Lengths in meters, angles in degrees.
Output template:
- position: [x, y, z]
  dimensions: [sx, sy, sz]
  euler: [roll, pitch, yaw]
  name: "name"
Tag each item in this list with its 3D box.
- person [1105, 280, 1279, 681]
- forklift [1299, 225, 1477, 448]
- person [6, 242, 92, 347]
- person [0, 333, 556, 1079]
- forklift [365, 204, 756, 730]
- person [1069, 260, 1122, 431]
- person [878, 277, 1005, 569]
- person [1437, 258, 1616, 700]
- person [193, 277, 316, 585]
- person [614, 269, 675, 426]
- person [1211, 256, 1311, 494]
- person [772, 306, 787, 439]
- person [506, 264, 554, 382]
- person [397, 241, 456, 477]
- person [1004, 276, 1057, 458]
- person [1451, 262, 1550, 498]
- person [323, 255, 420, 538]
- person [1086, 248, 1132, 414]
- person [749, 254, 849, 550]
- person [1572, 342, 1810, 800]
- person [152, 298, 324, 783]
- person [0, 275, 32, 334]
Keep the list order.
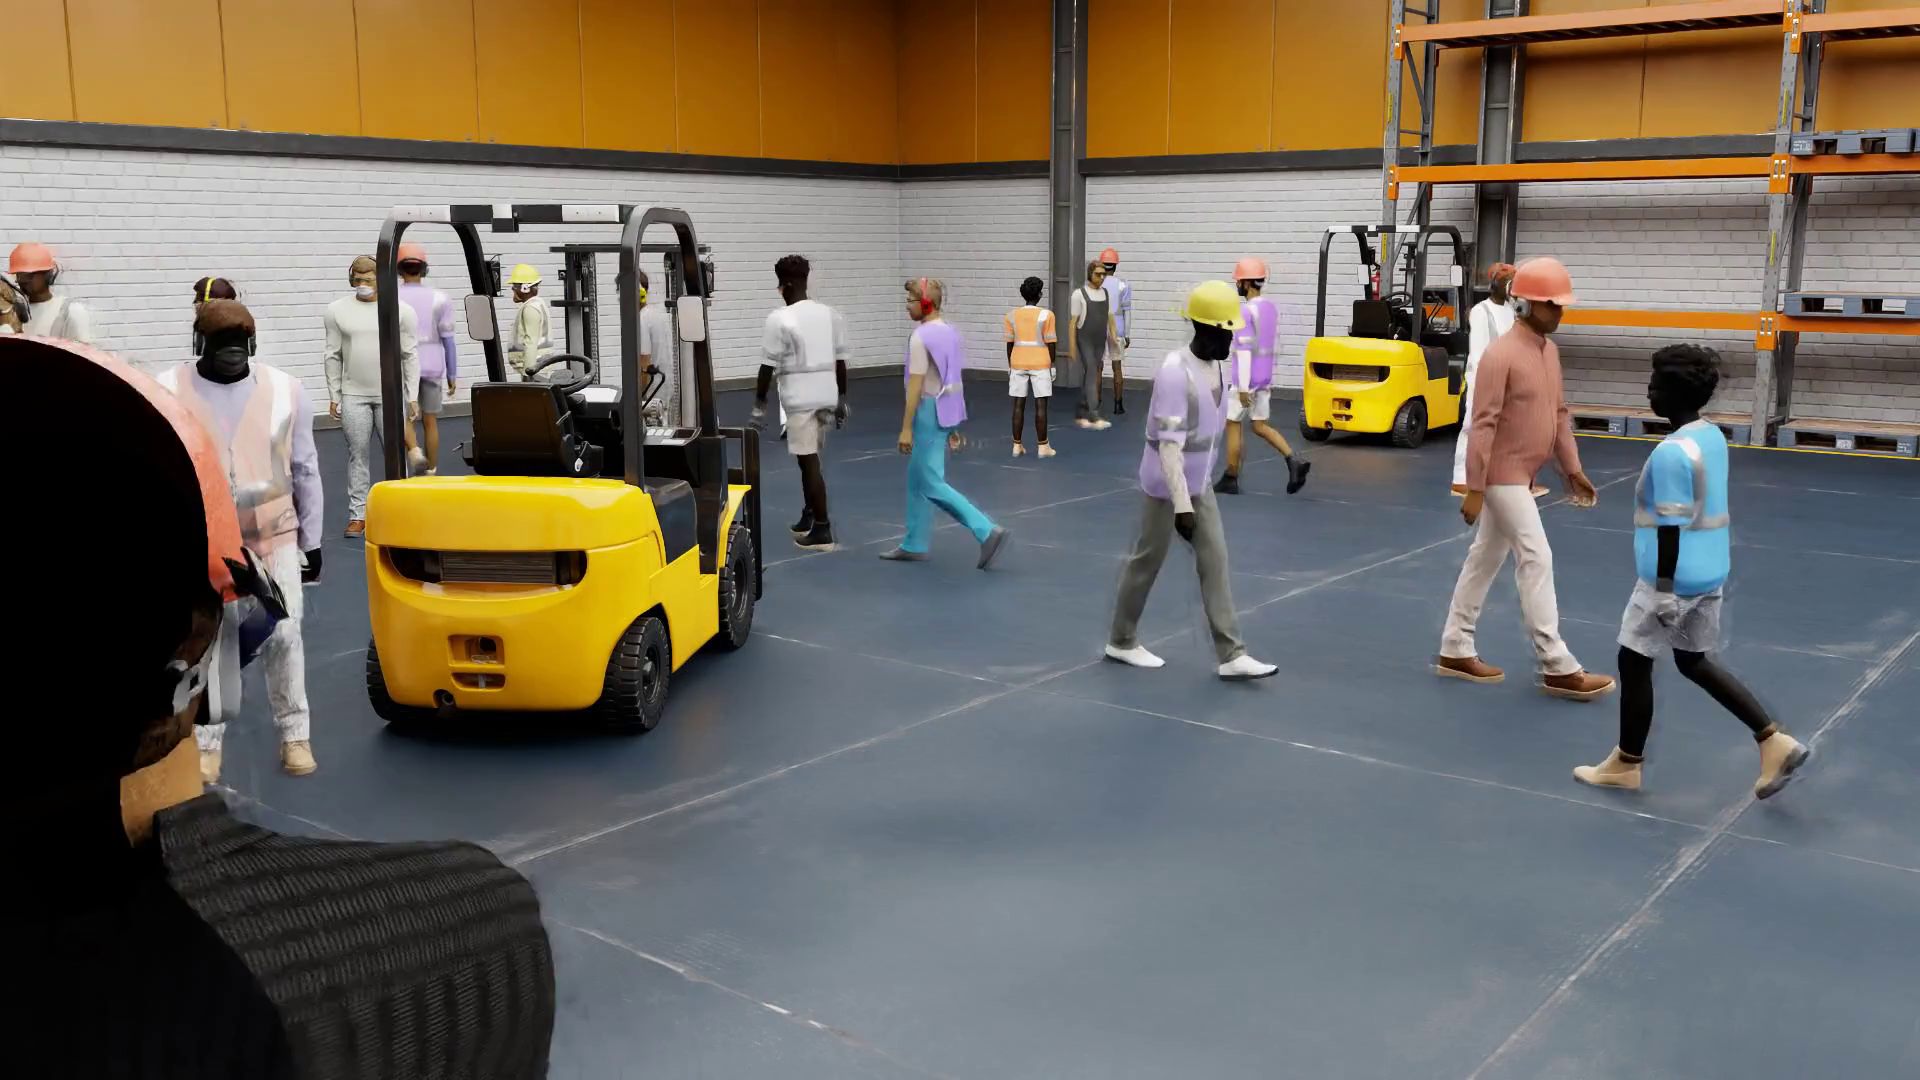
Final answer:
- position: [1.055, -0.255, 7.646]
  dimensions: [0.997, 1.845, 0.597]
  euler: [8, 13, 38]
  name: "person"
- position: [4.449, -2.115, 16.993]
  dimensions: [1.214, 2.155, 2.313]
  euler: [8, 13, 38]
  name: "forklift"
- position: [-5.901, -0.930, 10.899]
  dimensions: [0.614, 2.026, 0.687]
  euler: [2, 10, 12]
  name: "person"
- position: [-0.550, 0.850, 1.183]
  dimensions: [0.619, 1.979, 0.439]
  euler: [-10, 14, -42]
  name: "person"
- position: [-1.766, -0.406, 7.525]
  dimensions: [1.214, 2.155, 2.313]
  euler: [1, 10, 7]
  name: "forklift"
- position: [1.489, -2.071, 17.801]
  dimensions: [0.504, 1.809, 0.852]
  euler: [-7, 12, -34]
  name: "person"
- position: [-0.117, -0.721, 10.333]
  dimensions: [0.817, 1.819, 0.565]
  euler: [3, 11, 16]
  name: "person"
- position: [2.594, -0.270, 7.432]
  dimensions: [0.936, 1.942, 0.604]
  euler: [7, 12, 35]
  name: "person"
- position: [-4.227, -0.604, 9.694]
  dimensions: [0.857, 1.808, 0.537]
  euler: [0, 10, -1]
  name: "person"
- position: [-2.160, -0.979, 11.699]
  dimensions: [0.414, 1.841, 0.729]
  euler: [1, 10, 5]
  name: "person"
- position: [2.364, -1.282, 13.161]
  dimensions: [0.807, 1.919, 0.552]
  euler: [9, 14, 41]
  name: "person"
- position: [-1.650, -1.799, 16.829]
  dimensions: [0.532, 1.628, 0.371]
  euler: [-1, 10, -8]
  name: "person"
- position: [-3.816, -1.531, 14.799]
  dimensions: [0.403, 1.827, 0.596]
  euler: [-2, 10, -9]
  name: "person"
- position: [-4.301, -1.351, 13.206]
  dimensions: [0.619, 2.028, 0.621]
  euler: [-5, 11, -25]
  name: "person"
- position: [0.672, -1.617, 15.612]
  dimensions: [0.532, 1.697, 0.319]
  euler: [5, 11, 26]
  name: "person"
- position: [4.233, -1.211, 12.930]
  dimensions: [0.619, 1.849, 0.876]
  euler: [-9, 14, -41]
  name: "person"
- position: [-4.027, -0.980, 11.432]
  dimensions: [0.627, 1.934, 0.372]
  euler: [-2, 10, -12]
  name: "person"
- position: [1.730, -2.436, 19.481]
  dimensions: [0.546, 1.938, 0.360]
  euler: [1, 10, 4]
  name: "person"
- position: [-1.072, -0.905, 11.006]
  dimensions: [0.701, 1.928, 0.632]
  euler: [8, 13, 39]
  name: "person"
- position: [2.662, 0.134, 5.966]
  dimensions: [0.710, 1.673, 0.535]
  euler: [10, 14, 43]
  name: "person"
- position: [-2.728, 0.010, 6.264]
  dimensions: [0.635, 1.828, 0.432]
  euler: [-5, 11, -27]
  name: "person"
- position: [-3.720, -0.109, 6.675]
  dimensions: [0.769, 1.901, 0.652]
  euler: [10, 14, 43]
  name: "person"
